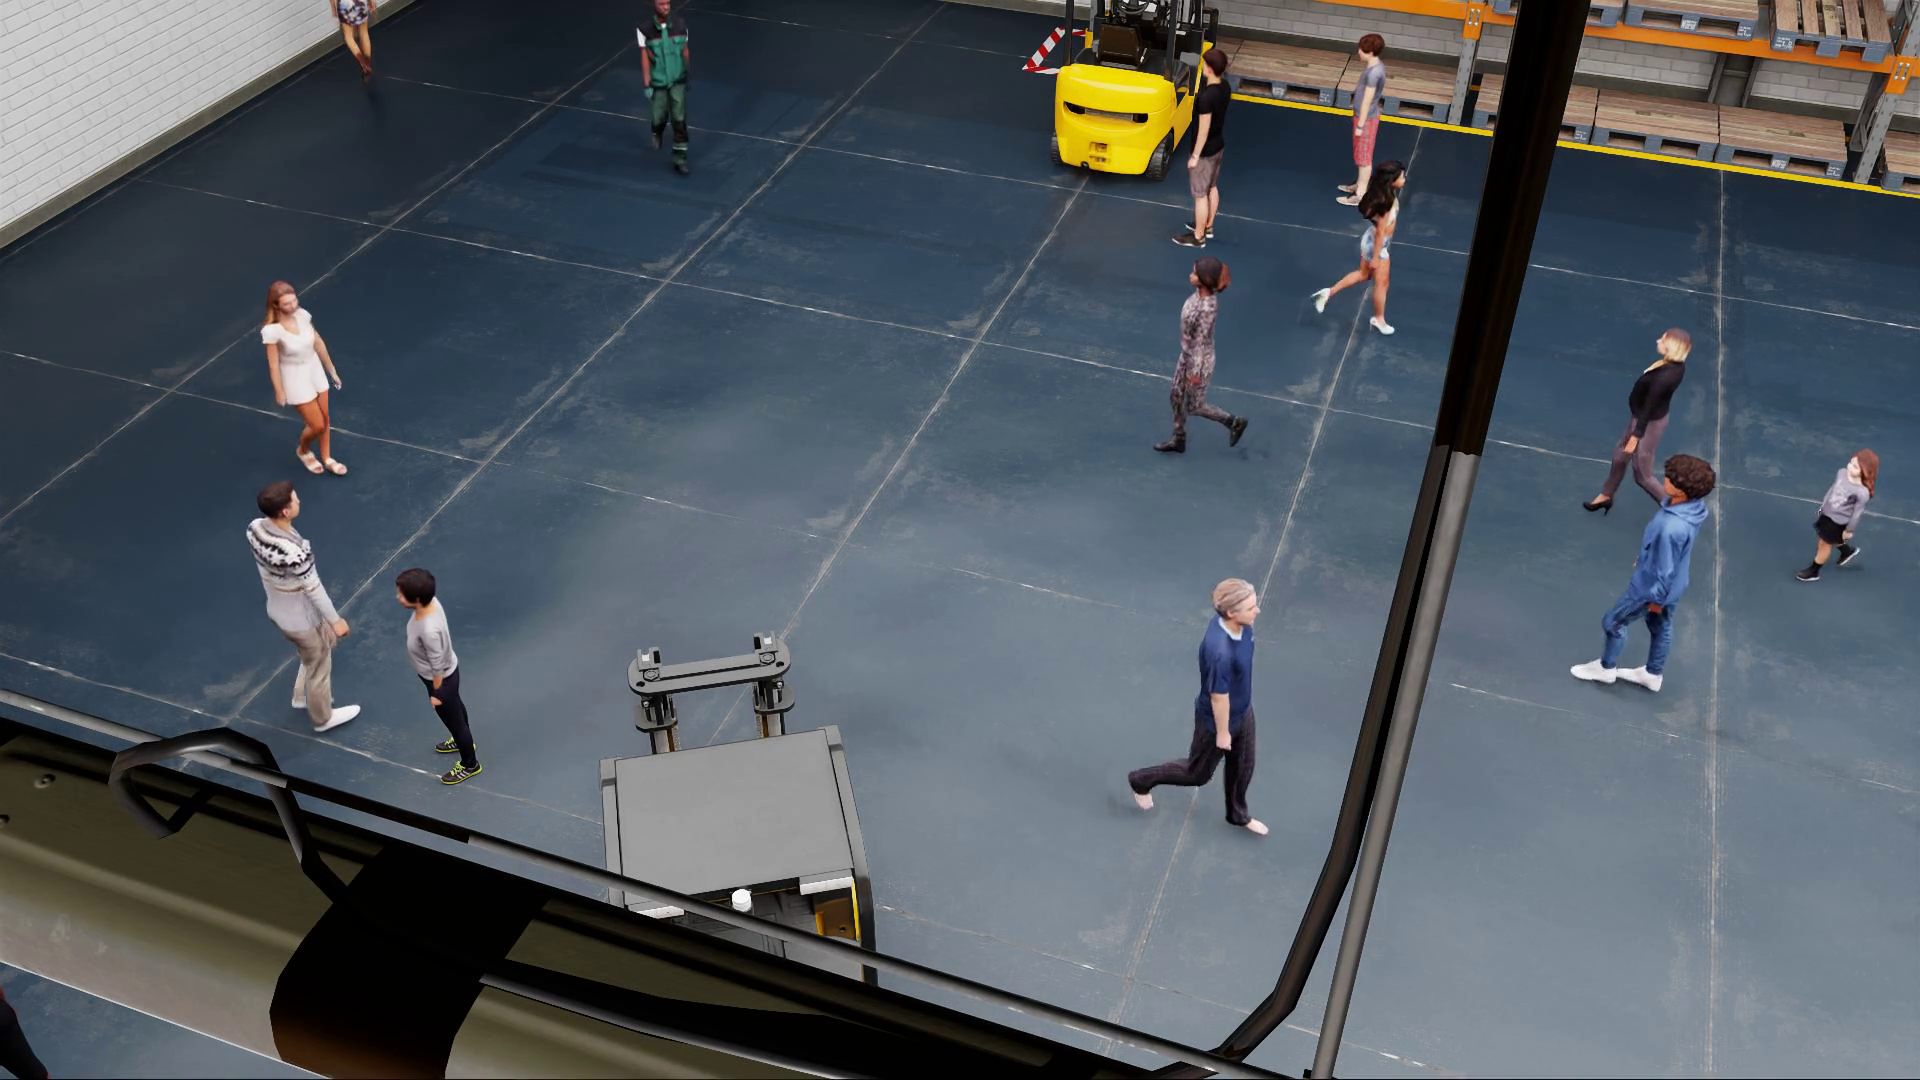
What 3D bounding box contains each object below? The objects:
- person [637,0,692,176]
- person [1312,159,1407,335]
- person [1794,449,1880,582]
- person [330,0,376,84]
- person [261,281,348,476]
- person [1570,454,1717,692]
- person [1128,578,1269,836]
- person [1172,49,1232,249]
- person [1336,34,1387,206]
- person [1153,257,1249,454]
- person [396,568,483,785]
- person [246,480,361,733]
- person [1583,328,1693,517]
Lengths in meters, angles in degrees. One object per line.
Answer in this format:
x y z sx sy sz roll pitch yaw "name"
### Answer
-2.921 -4.534 16.390 1.032 1.822 1.092 -17 42 -20 "person"
3.418 -2.448 13.951 0.989 1.606 0.656 8 39 10 "person"
6.143 -0.184 11.526 0.754 1.094 0.635 -4 39 -5 "person"
-6.583 -5.791 18.046 0.931 1.719 1.036 -22 43 -25 "person"
-4.939 -1.208 12.338 0.647 1.681 0.611 16 41 19 "person"
4.459 0.265 10.404 0.866 1.793 0.794 26 46 29 "person"
1.411 0.970 9.476 1.113 1.848 0.764 18 42 21 "person"
2.255 -3.571 15.152 0.628 1.862 0.719 19 43 23 "person"
3.884 -4.019 15.886 0.551 1.647 0.596 7 39 9 "person"
1.854 -1.334 12.482 1.014 1.698 0.782 0 39 0 "person"
-3.107 0.784 9.946 0.661 1.554 0.615 -13 40 -16 "person"
-4.093 0.479 10.103 0.848 1.835 0.740 -30 48 -32 "person"
4.943 -0.722 11.758 1.062 1.645 0.762 22 44 25 "person"
